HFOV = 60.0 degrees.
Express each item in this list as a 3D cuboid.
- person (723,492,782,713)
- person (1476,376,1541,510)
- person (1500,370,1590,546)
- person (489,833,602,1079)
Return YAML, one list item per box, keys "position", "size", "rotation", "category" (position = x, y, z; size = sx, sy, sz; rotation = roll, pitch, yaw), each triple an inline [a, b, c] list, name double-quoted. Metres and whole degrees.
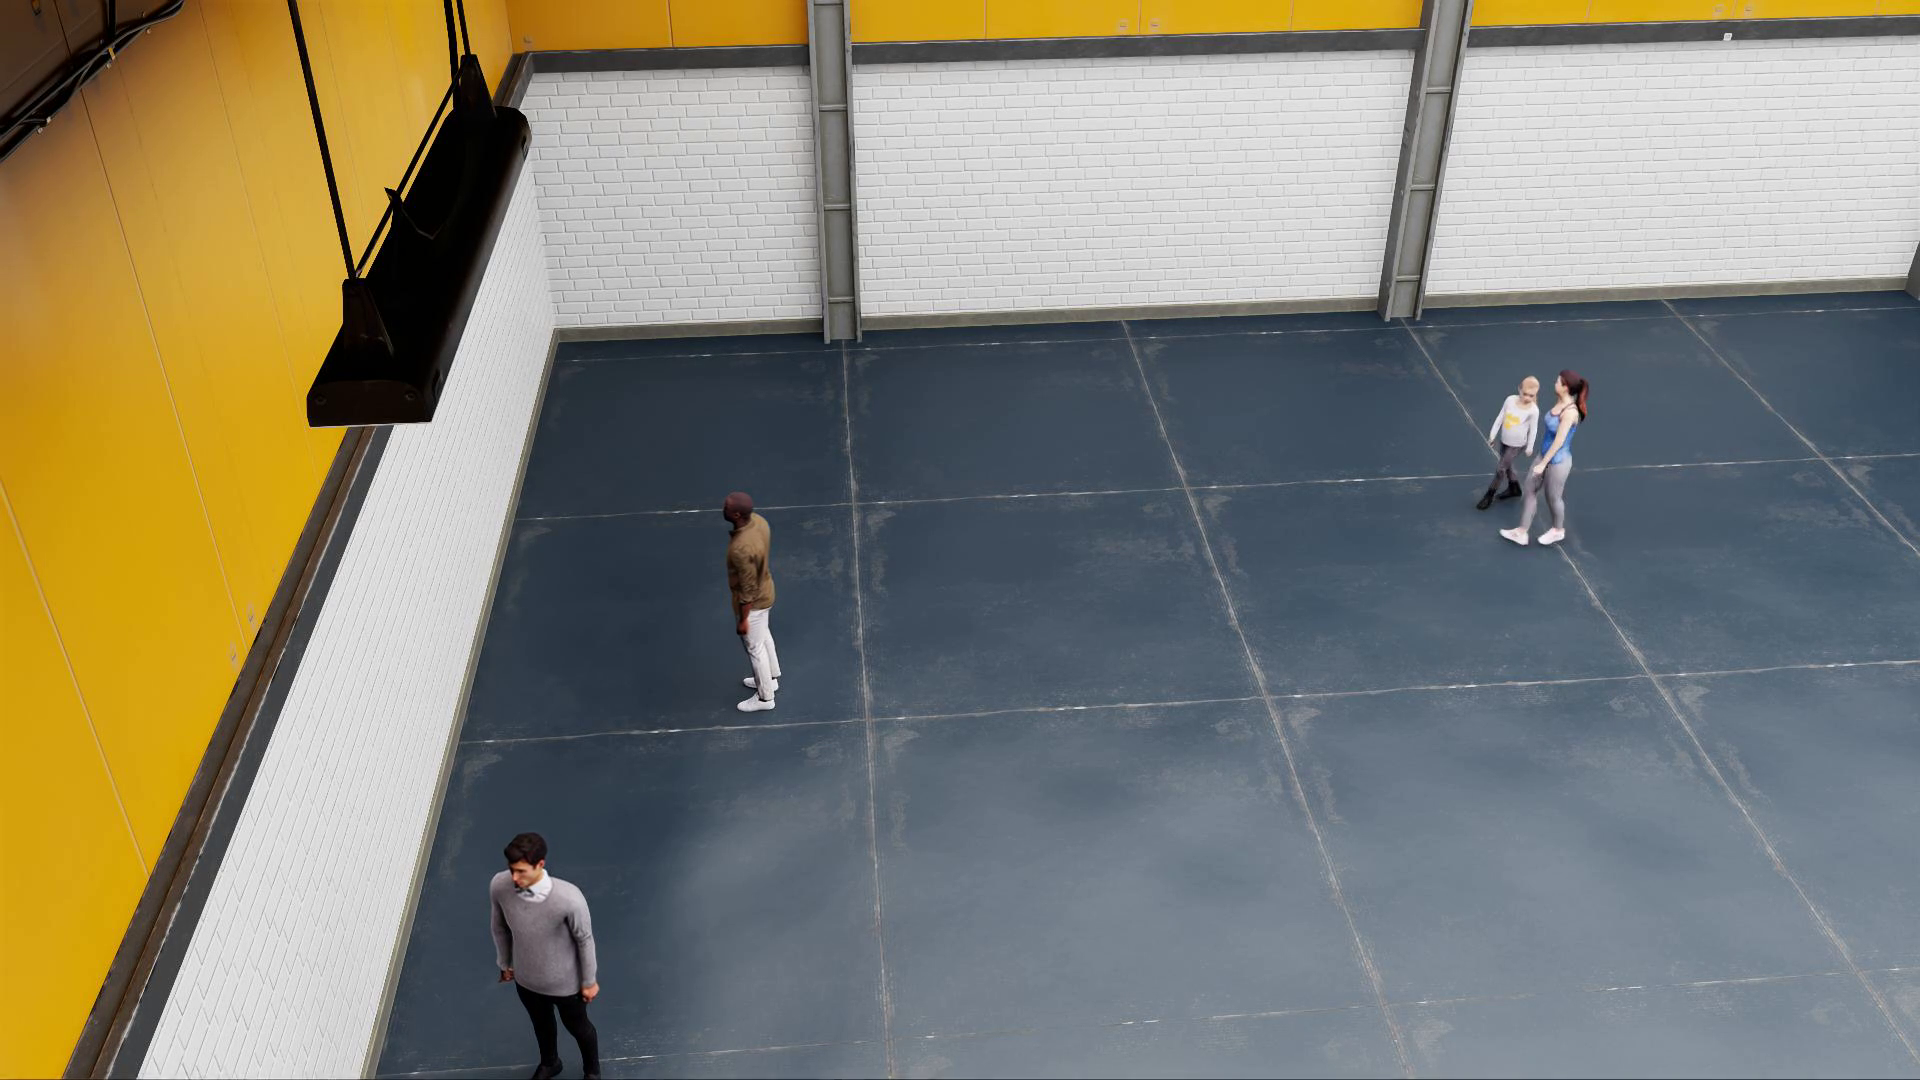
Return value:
- position: [-1.503, 0.432, 12.001]
  size: [0.620, 1.825, 0.764]
  rotation: [3, 34, 4]
  category: "person"
- position: [4.851, -0.859, 14.458]
  size: [0.779, 1.255, 0.626]
  rotation: [-13, 36, -19]
  category: "person"
- position: [5.000, -0.650, 13.851]
  size: [0.786, 1.579, 0.625]
  rotation: [-3, 34, -4]
  category: "person"
- position: [-2.232, 2.329, 9.059]
  size: [0.710, 1.922, 0.890]
  rotation: [9, 35, 14]
  category: "person"
